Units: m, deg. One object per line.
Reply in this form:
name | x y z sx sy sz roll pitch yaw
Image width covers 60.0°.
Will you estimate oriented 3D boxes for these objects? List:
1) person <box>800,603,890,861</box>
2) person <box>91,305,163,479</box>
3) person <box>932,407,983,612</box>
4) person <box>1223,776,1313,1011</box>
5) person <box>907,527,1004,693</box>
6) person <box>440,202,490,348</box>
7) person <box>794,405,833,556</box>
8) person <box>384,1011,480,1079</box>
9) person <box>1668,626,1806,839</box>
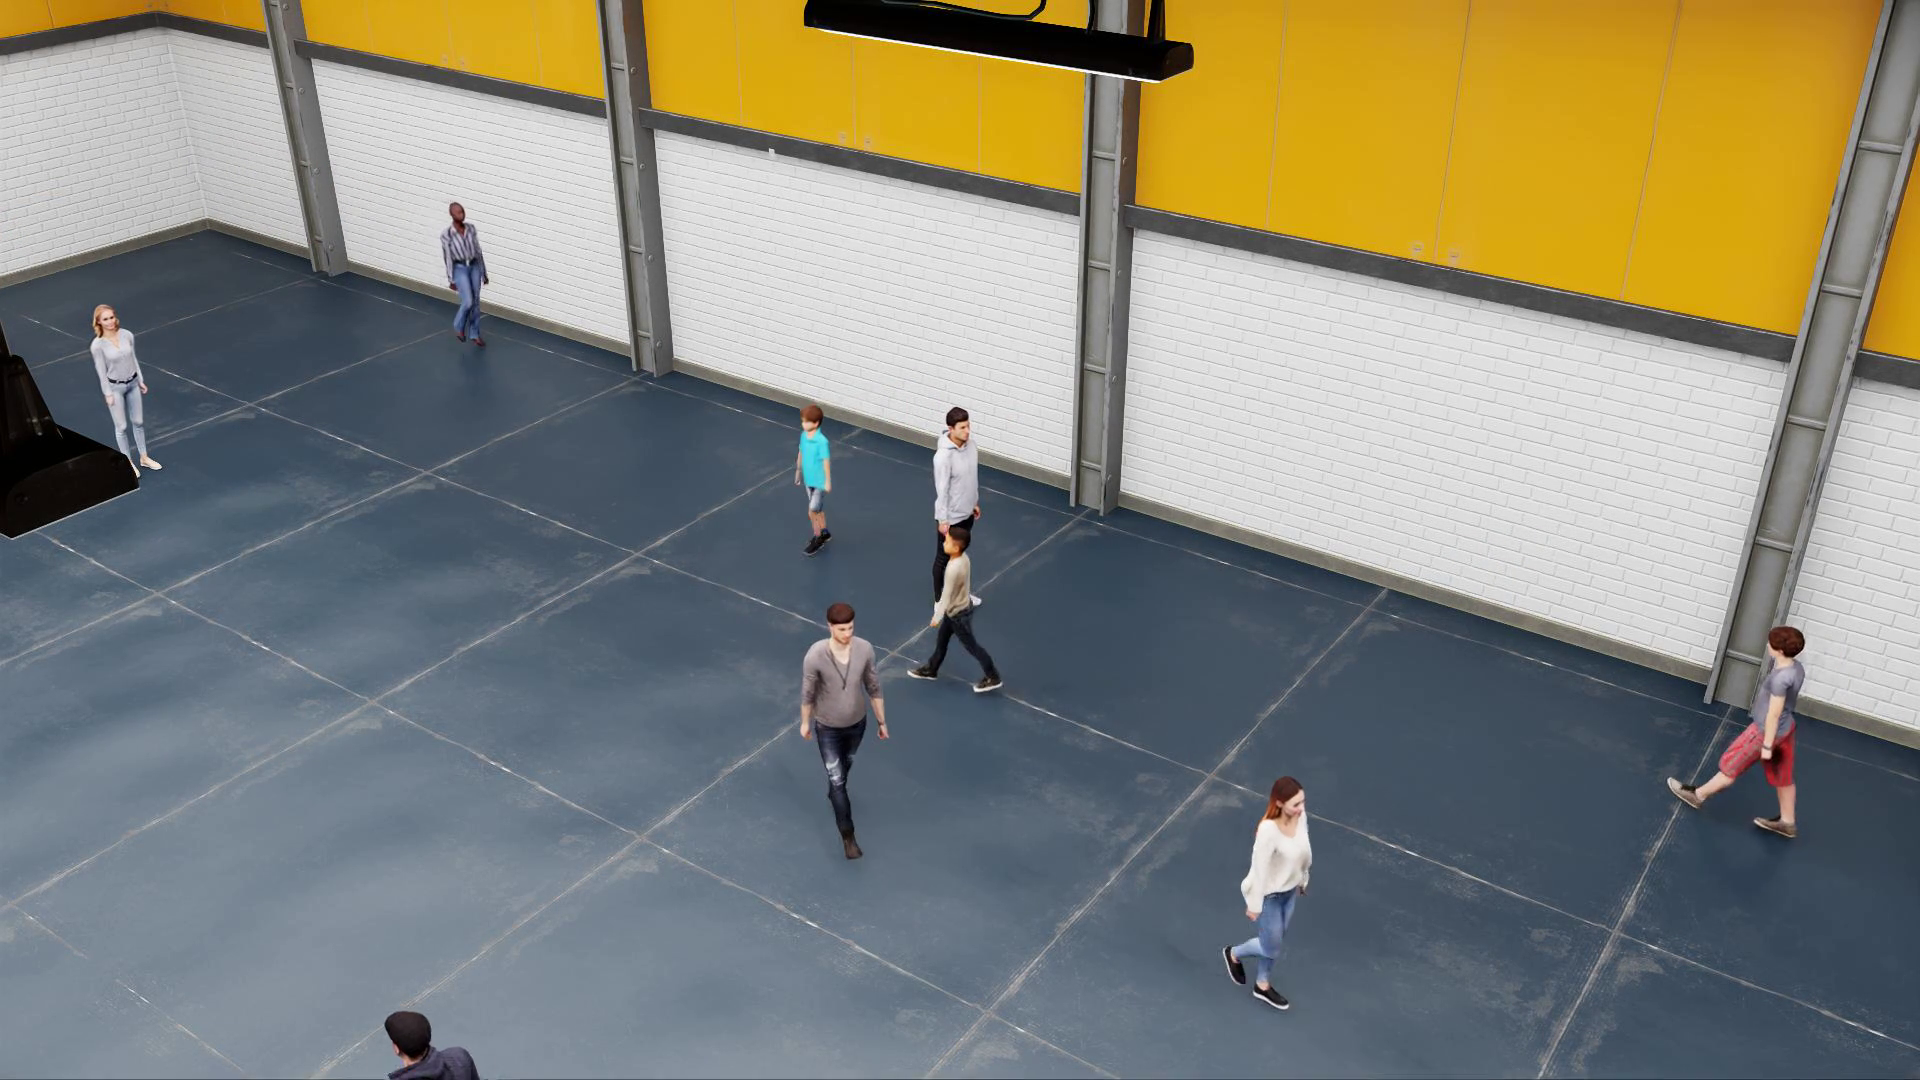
person | -0.864 1.217 11.621 1.095 1.863 1.279 -11 31 -20
person | -8.405 -1.514 16.698 0.492 1.796 0.586 20 34 32
person | -0.052 -0.259 14.258 0.569 1.929 0.663 20 34 32
person | 1.853 2.124 10.146 0.689 1.682 0.757 -25 37 -38
person | 0.060 0.582 13.233 1.087 1.434 0.891 2 29 4
person | -5.909 -3.146 19.700 0.646 1.784 0.636 20 34 31
person | -1.273 -0.595 15.387 0.678 1.437 0.626 -22 36 -34
person | -2.466 3.135 8.139 1.233 1.829 0.822 13 31 22
person | 5.731 1.381 11.582 1.133 1.611 0.698 23 36 35
